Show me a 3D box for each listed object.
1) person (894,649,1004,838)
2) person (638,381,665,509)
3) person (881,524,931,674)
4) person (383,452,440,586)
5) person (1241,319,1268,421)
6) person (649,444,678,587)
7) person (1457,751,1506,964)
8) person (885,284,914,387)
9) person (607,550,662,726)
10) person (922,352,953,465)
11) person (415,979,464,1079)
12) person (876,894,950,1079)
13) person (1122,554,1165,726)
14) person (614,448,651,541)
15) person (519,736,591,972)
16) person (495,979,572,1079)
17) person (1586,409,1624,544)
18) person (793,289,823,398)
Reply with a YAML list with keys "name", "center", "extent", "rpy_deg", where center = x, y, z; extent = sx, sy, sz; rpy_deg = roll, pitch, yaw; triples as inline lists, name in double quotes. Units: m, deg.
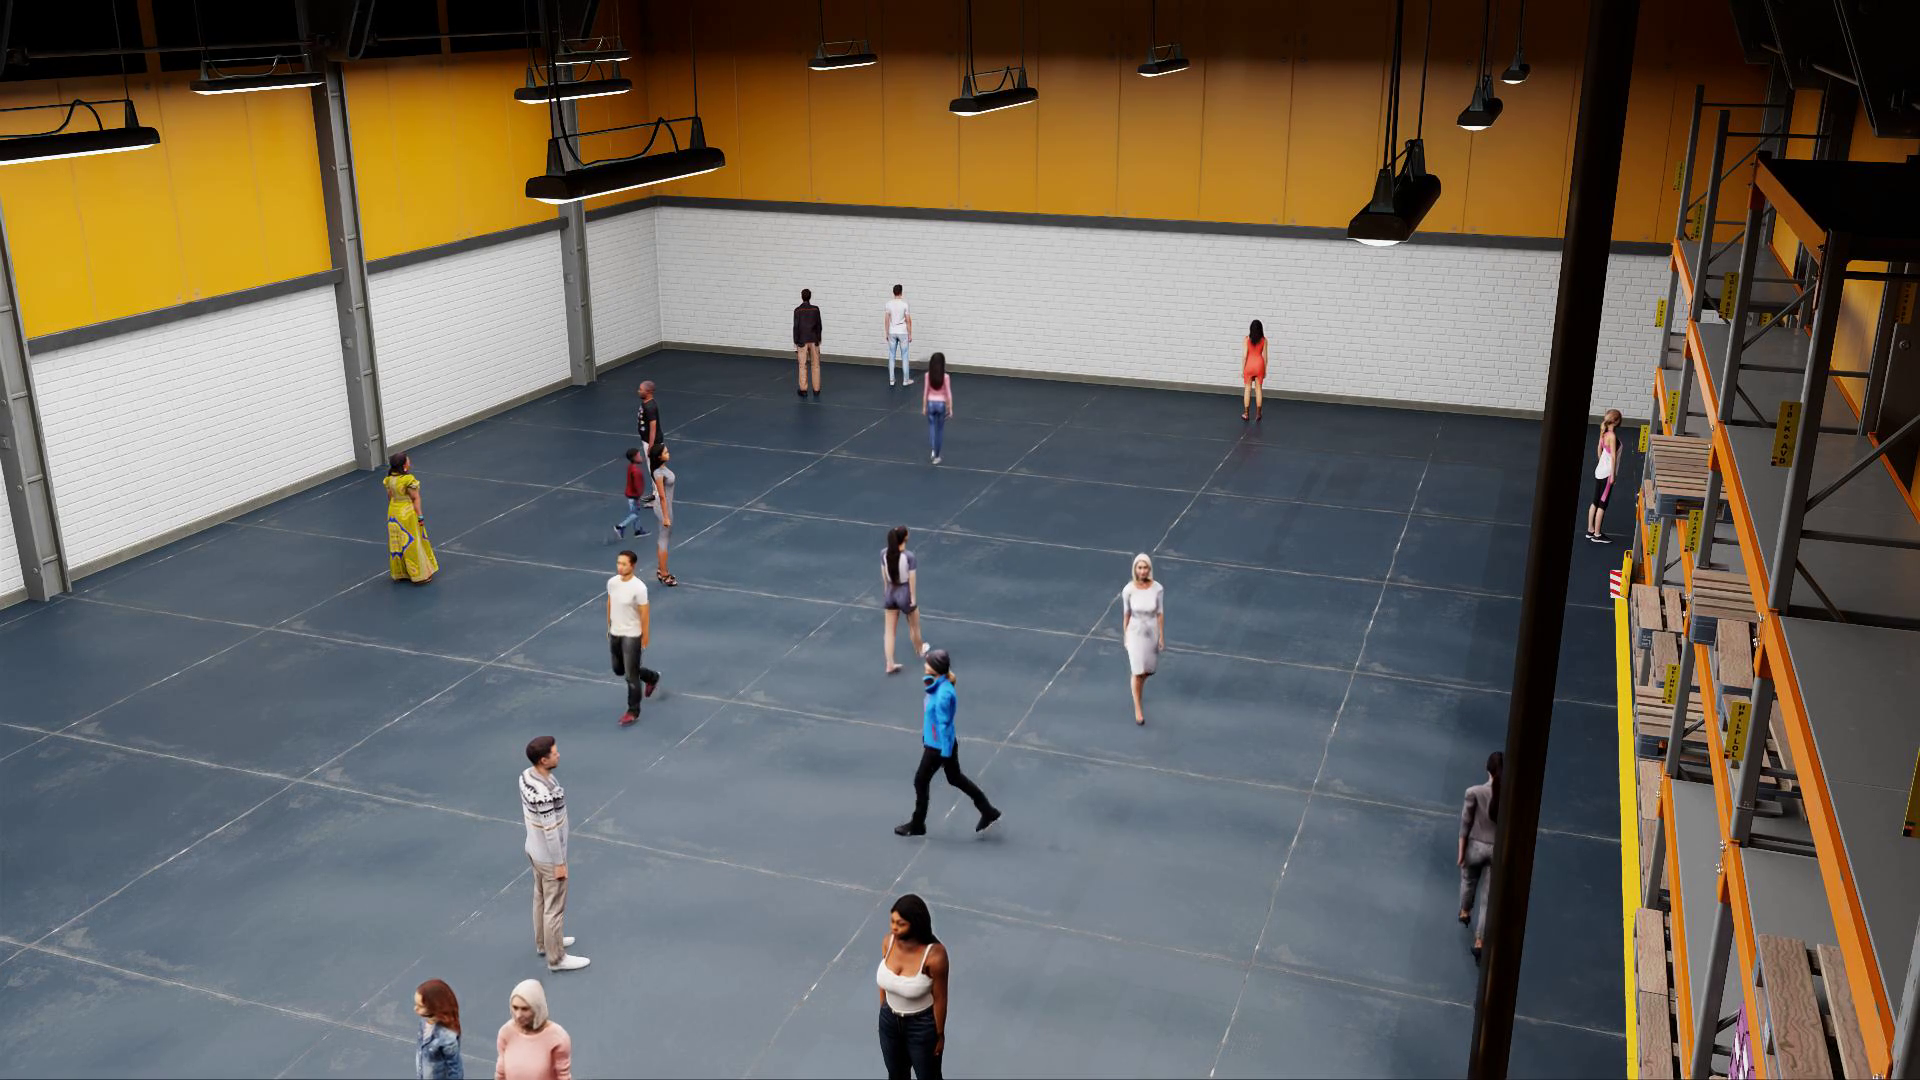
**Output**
- name: "person"
  center: [-0.063, 1.770, 14.231]
  extent: [0.907, 1.761, 1.174]
  rpy_deg: [1, 19, 4]
- name: "person"
  center: [-4.347, -1.370, 23.488]
  extent: [0.825, 1.805, 0.729]
  rpy_deg: [-4, 19, -12]
- name: "person"
  center: [-0.682, 0.658, 17.749]
  extent: [0.672, 1.623, 0.956]
  rpy_deg: [9, 21, 25]
- name: "person"
  center: [-6.821, -0.280, 20.477]
  extent: [0.878, 1.660, 0.800]
  rpy_deg: [9, 21, 25]
- name: "person"
  center: [4.973, -2.884, 28.116]
  extent: [0.657, 1.718, 0.639]
  rpy_deg: [0, 19, 1]
- name: "person"
  center: [-3.642, -0.321, 20.409]
  extent: [0.726, 1.781, 0.614]
  rpy_deg: [-3, 19, -9]
- name: "person"
  center: [3.968, 2.418, 12.490]
  extent: [0.714, 1.644, 0.966]
  rpy_deg: [4, 19, 11]
- name: "person"
  center: [-1.132, -3.771, 30.544]
  extent: [0.661, 1.851, 0.561]
  rpy_deg: [5, 19, 14]
- name: "person"
  center: [-3.274, 0.929, 16.687]
  extent: [0.783, 1.788, 1.014]
  rpy_deg: [11, 22, 30]
- name: "person"
  center: [-0.384, -2.007, 25.492]
  extent: [0.624, 1.731, 0.633]
  rpy_deg: [4, 19, 13]
- name: "person"
  center: [-3.136, 3.308, 10.106]
  extent: [0.633, 1.478, 0.636]
  rpy_deg: [-17, 25, -41]
- name: "person"
  center: [-0.292, 3.024, 10.432]
  extent: [0.705, 1.808, 0.685]
  rpy_deg: [13, 22, 33]
- name: "person"
  center: [1.830, 0.953, 16.706]
  extent: [0.850, 1.729, 1.035]
  rpy_deg: [-2, 19, -6]
- name: "person"
  center: [-4.377, -0.596, 22.069]
  extent: [0.782, 1.242, 0.743]
  rpy_deg: [-7, 20, -20]
- name: "person"
  center: [-3.093, 2.320, 12.442]
  extent: [0.797, 1.861, 0.762]
  rpy_deg: [-11, 21, -29]
- name: "person"
  center: [-2.455, 3.302, 9.803]
  extent: [0.689, 1.684, 1.173]
  rpy_deg: [4, 19, 13]
- name: "person"
  center: [8.532, -0.862, 22.003]
  extent: [0.739, 1.788, 0.590]
  rpy_deg: [-1, 19, -2]
- name: "person"
  center: [-2.728, -3.539, 29.739]
  extent: [0.794, 1.925, 0.836]
  rpy_deg: [-7, 20, -20]
